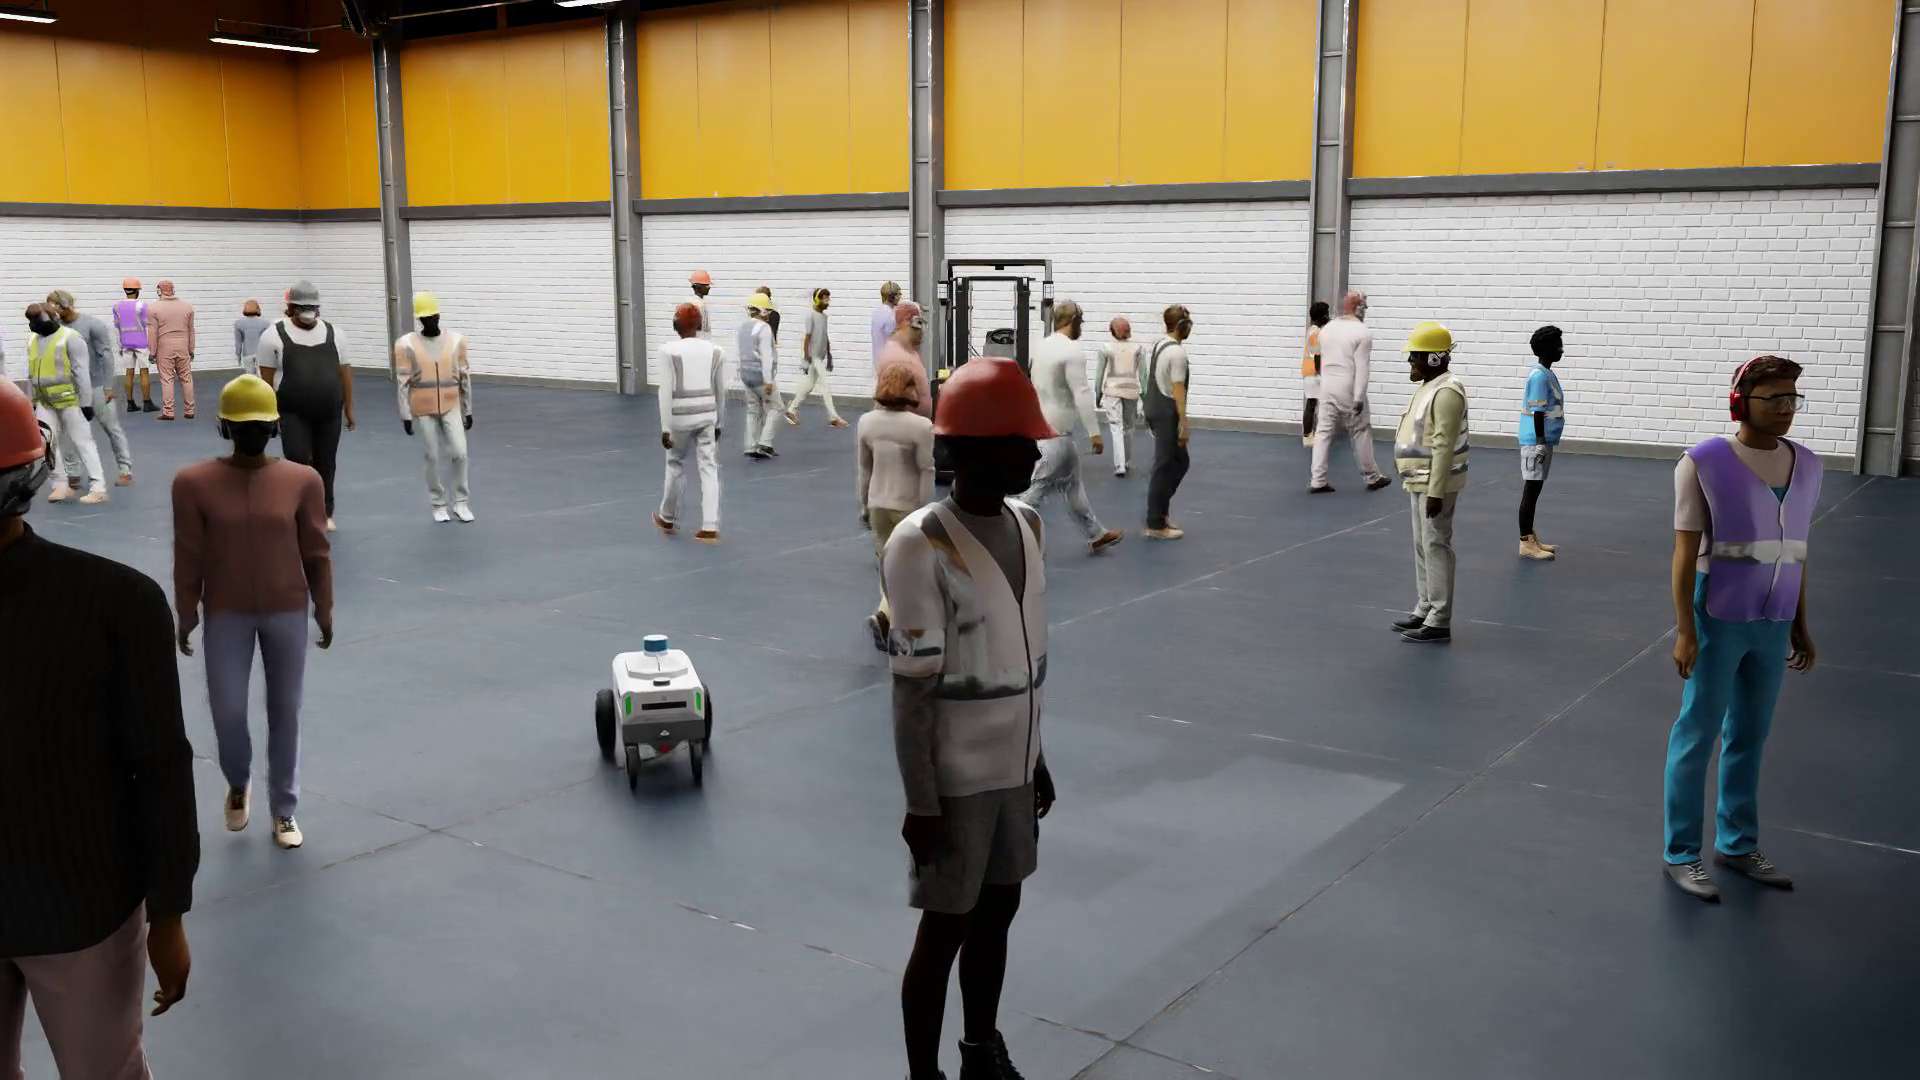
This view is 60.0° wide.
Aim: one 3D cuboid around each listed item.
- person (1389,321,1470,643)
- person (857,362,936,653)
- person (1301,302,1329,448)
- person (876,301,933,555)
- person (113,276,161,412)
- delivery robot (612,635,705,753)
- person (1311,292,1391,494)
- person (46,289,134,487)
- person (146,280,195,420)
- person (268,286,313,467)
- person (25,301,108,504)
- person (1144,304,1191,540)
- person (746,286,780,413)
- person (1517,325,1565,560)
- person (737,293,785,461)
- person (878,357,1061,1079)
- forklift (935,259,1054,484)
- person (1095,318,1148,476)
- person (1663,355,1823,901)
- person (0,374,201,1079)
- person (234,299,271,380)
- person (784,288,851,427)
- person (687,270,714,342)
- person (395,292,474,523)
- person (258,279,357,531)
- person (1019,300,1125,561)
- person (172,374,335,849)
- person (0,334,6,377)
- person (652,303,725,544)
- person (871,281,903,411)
[{"bbox_3d":[2.675,-0.331,9.481,0.403,1.827,0.589,1,10,4],"label":"person"},{"bbox_3d":[-0.373,-0.160,9.076,0.505,1.617,0.564,6,11,30],"label":"person"},{"bbox_3d":[4.130,-1.918,19.334,0.320,1.694,0.532,2,10,9],"label":"person"},{"bbox_3d":[-0.398,-0.708,11.600,0.419,1.892,0.750,1,10,5],"label":"person"},{"bbox_3d":[-11.790,-2.795,23.819,0.547,1.935,0.372,1,10,5],"label":"person"},{"bbox_3d":[-1.298,0.651,7.127,0.477,0.478,0.707,-3,10,-15],"label":"delivery robot"},{"bbox_3d":[3.655,-1.369,15.546,0.933,1.862,0.656,-7,12,-38],"label":"person"},{"bbox_3d":[-8.329,-1.429,15.811,0.673,1.887,0.728,1,10,7],"label":"person"},{"bbox_3d":[-10.754,-2.584,22.670,0.409,1.903,0.639,8,12,39],"label":"person"},{"bbox_3d":[-6.516,-1.551,16.439,0.543,1.928,0.373,-8,12,-40],"label":"person"},{"bbox_3d":[-7.985,-1.209,14.777,0.652,1.805,0.551,3,10,19],"label":"person"},{"bbox_3d":[1.629,-0.911,12.925,0.448,1.821,0.647,-2,10,-10],"label":"person"},{"bbox_3d":[-2.849,-2.714,23.766,0.433,1.809,0.746,-7,12,-35],"label":"person"},{"bbox_3d":[4.229,-0.710,12.115,0.318,1.697,0.536,4,10,21],"label":"person"},{"bbox_3d":[-2.152,-1.747,17.947,0.453,1.806,0.606,-8,12,-38],"label":"person"},{"bbox_3d":[0.060,0.535,3.980,0.359,1.936,0.552,7,12,35],"label":"person"},{"bbox_3d":[0.370,-1.738,16.759,1.214,2.155,2.313,1,10,3],"label":"forklift"},{"bbox_3d":[1.639,-1.458,16.898,0.533,1.589,0.865,-1,10,-6],"label":"person"},{"bbox_3d":[2.671,0.291,5.707,0.563,1.847,0.389,-3,10,-19],"label":"person"},{"bbox_3d":[-1.706,0.672,3.002,0.623,1.990,0.393,-1,10,-3],"label":"person"},{"bbox_3d":[-10.080,-2.631,23.798,0.500,1.622,0.342,-1,10,-7],"label":"person"},{"bbox_3d":[-1.911,-2.393,21.816,0.993,1.817,0.532,3,10,19],"label":"person"},{"bbox_3d":[-3.439,-2.566,22.138,0.386,2.041,0.615,-3,10,-16],"label":"person"},{"bbox_3d":[-4.284,-1.070,13.627,0.603,1.902,0.621,-5,11,-28],"label":"person"},{"bbox_3d":[-5.149,-1.066,13.213,0.686,2.000,0.554,-7,12,-36],"label":"person"},{"bbox_3d":[0.758,-0.786,12.044,1.013,1.870,0.747,-3,10,-17],"label":"person"},{"bbox_3d":[-2.574,0.269,6.095,0.549,1.752,0.372,-5,11,-29],"label":"person"},{"bbox_3d":[-9.621,-1.470,16.194,0.583,1.862,1.064,-4,10,-20],"label":"person"},{"bbox_3d":[-2.114,-0.914,12.916,0.597,1.829,0.977,-6,11,-33],"label":"person"},{"bbox_3d":[-0.798,-1.912,18.556,0.355,1.936,0.637,-3,10,-20],"label":"person"}]
